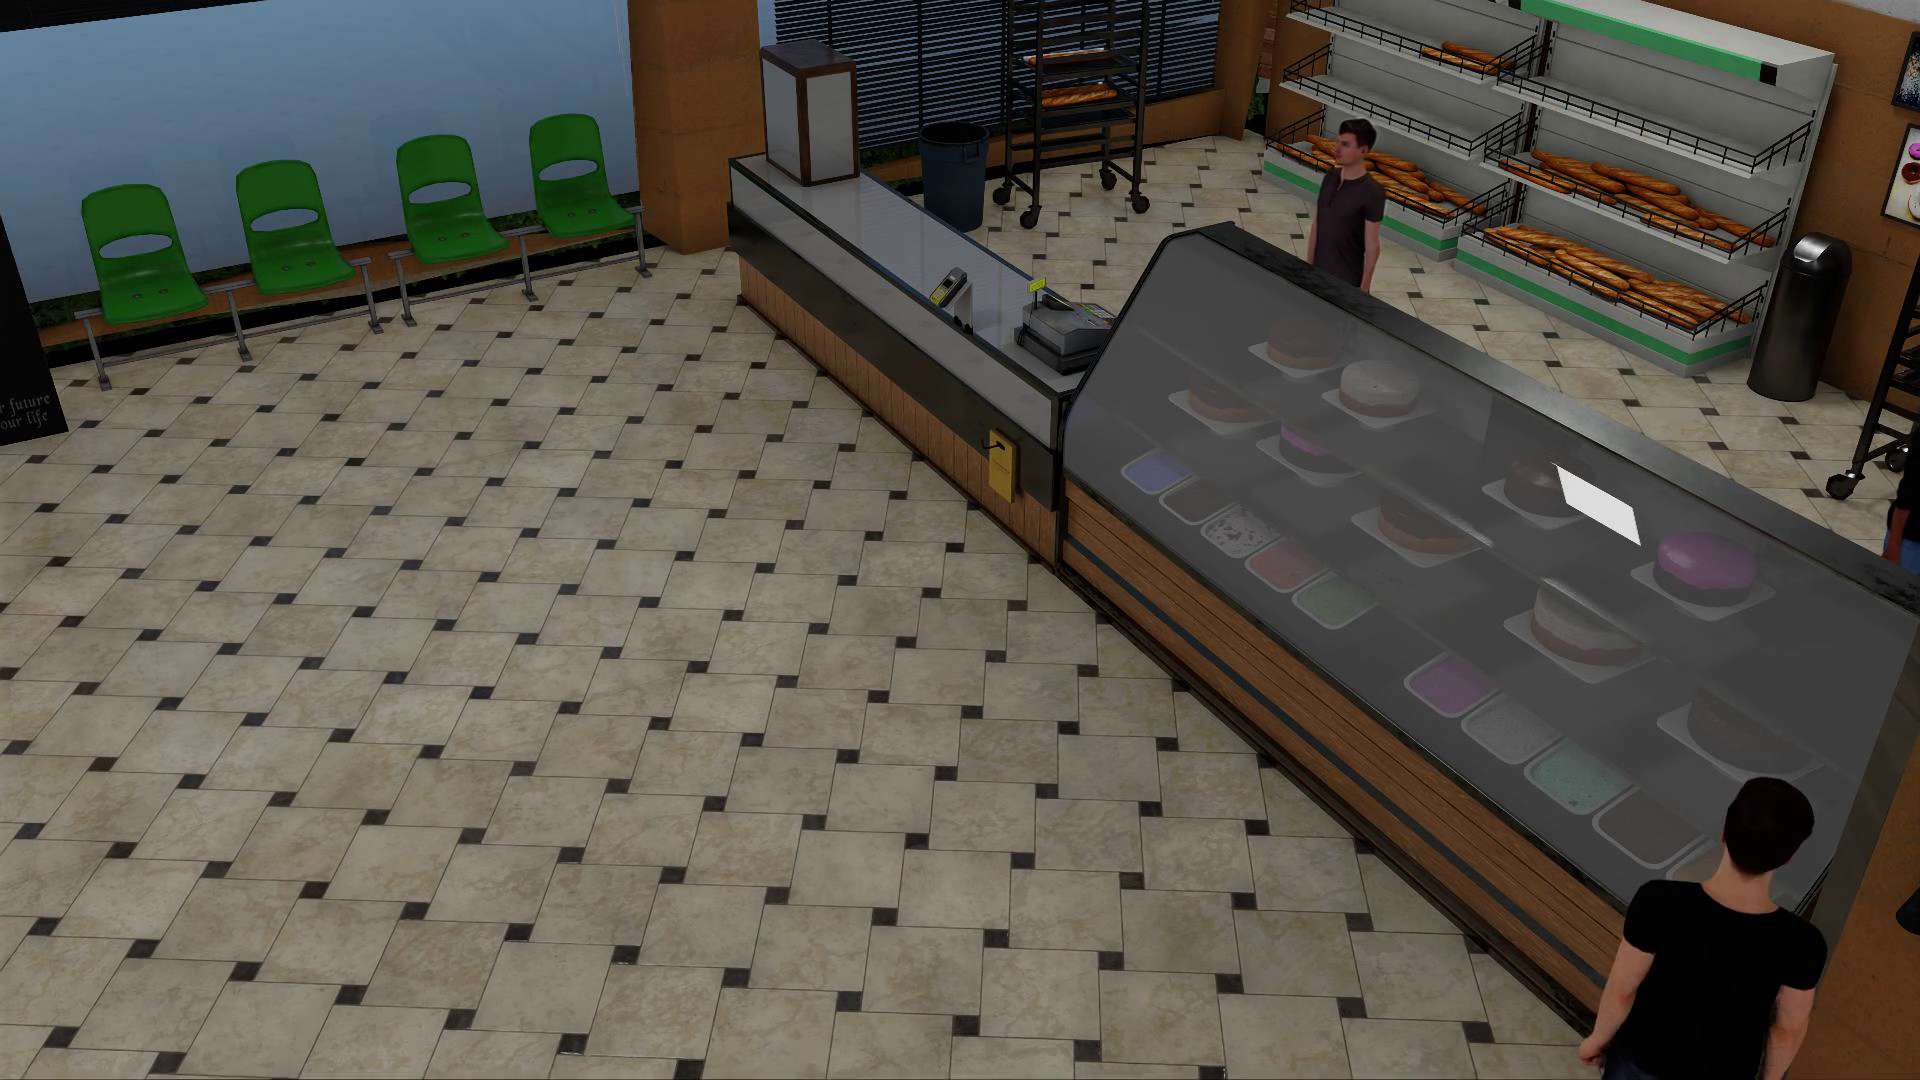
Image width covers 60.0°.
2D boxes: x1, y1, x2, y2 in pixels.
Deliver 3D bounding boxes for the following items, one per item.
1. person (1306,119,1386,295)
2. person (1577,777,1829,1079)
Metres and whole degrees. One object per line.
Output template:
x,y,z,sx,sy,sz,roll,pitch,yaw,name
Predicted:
2.133,-1.450,9.324,0.514,1.851,0.642,-17,36,-25,person
2.006,1.453,4.616,0.760,1.895,0.785,12,34,18,person
